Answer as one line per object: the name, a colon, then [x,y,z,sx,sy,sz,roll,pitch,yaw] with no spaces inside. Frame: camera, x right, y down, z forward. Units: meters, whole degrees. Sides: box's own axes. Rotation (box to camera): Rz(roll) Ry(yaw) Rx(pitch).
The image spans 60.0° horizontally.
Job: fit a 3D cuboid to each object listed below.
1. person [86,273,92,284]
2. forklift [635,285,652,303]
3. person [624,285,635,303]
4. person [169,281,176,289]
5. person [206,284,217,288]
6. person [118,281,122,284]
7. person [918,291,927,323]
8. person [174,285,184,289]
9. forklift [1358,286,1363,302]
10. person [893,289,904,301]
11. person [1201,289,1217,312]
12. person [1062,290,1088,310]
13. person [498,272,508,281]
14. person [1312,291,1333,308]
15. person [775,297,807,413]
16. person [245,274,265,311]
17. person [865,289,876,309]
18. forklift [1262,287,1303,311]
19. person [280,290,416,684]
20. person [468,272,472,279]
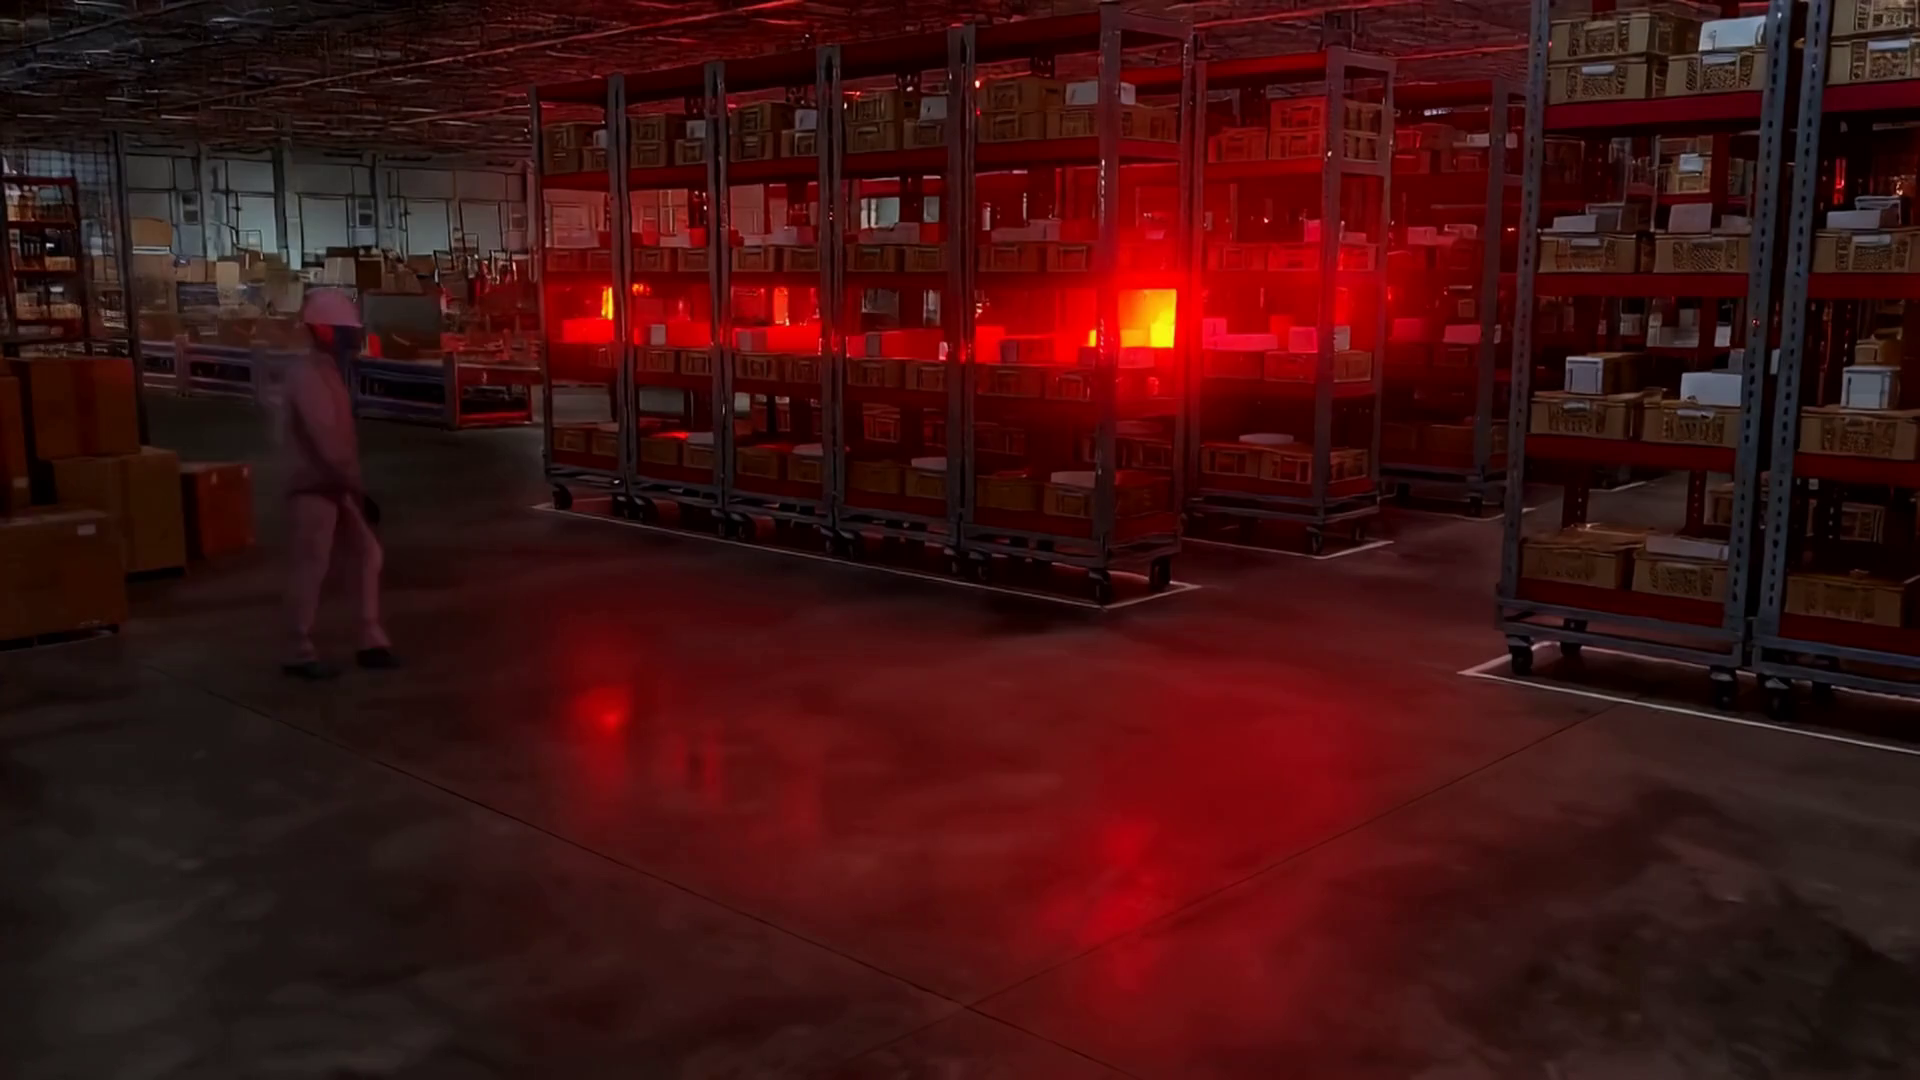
person: [-42.014,-11.929,80.258,0.434,1.849,0.516,-3,10,-20]
forklift: [-16.262,-13.260,85.243,1.873,2.768,1.129,9,13,43]
person: [-12.518,-9.072,62.511,0.597,1.916,0.372,-1,9,-6]
person: [-27.244,-8.329,57.964,0.809,1.908,0.579,-5,10,-26]
person: [-31.984,-10.497,71.269,0.614,1.917,0.518,-1,9,-5]
person: [-34.807,-10.178,69.483,0.593,1.849,0.847,1,9,9]
person: [-1.030,-5.626,41.700,0.403,1.818,0.601,-4,10,-25]
person: [-22.024,-6.569,46.998,0.501,1.980,0.620,-4,10,-25]
forklift: [11.100,-7.017,46.970,1.873,2.768,1.129,9,13,43]
person: [-2.020,-8.345,57.765,0.604,2.017,0.703,-7,12,-36]
person: [3.394,-2.502,22.569,0.590,1.817,0.563,2,10,13]
person: [1.460,-2.494,21.934,0.980,2.012,0.620,-3,10,-18]
person: [-25.583,-14.032,93.040,0.595,1.892,0.637,-1,9,-7]
person: [5.431,-2.922,25.030,0.376,1.841,0.572,-2,9,-10]
person: [-2.161,-2.316,21.573,0.562,1.751,0.538,-6,11,-35]
person: [-19.251,-6.295,45.486,0.559,1.915,0.458,0,9,-2]
person: [-3.148,-8.419,59.421,0.473,1.613,0.517,7,12,38]
forklift: [10.769,-8.203,54.240,1.129,2.768,1.873,8,12,42]
person: [-3.078,-0.256,8.326,0.799,1.960,0.625,-3,10,-16]
person: [-18.727,-9.323,63.973,0.703,1.941,0.600,-1,9,-4]
